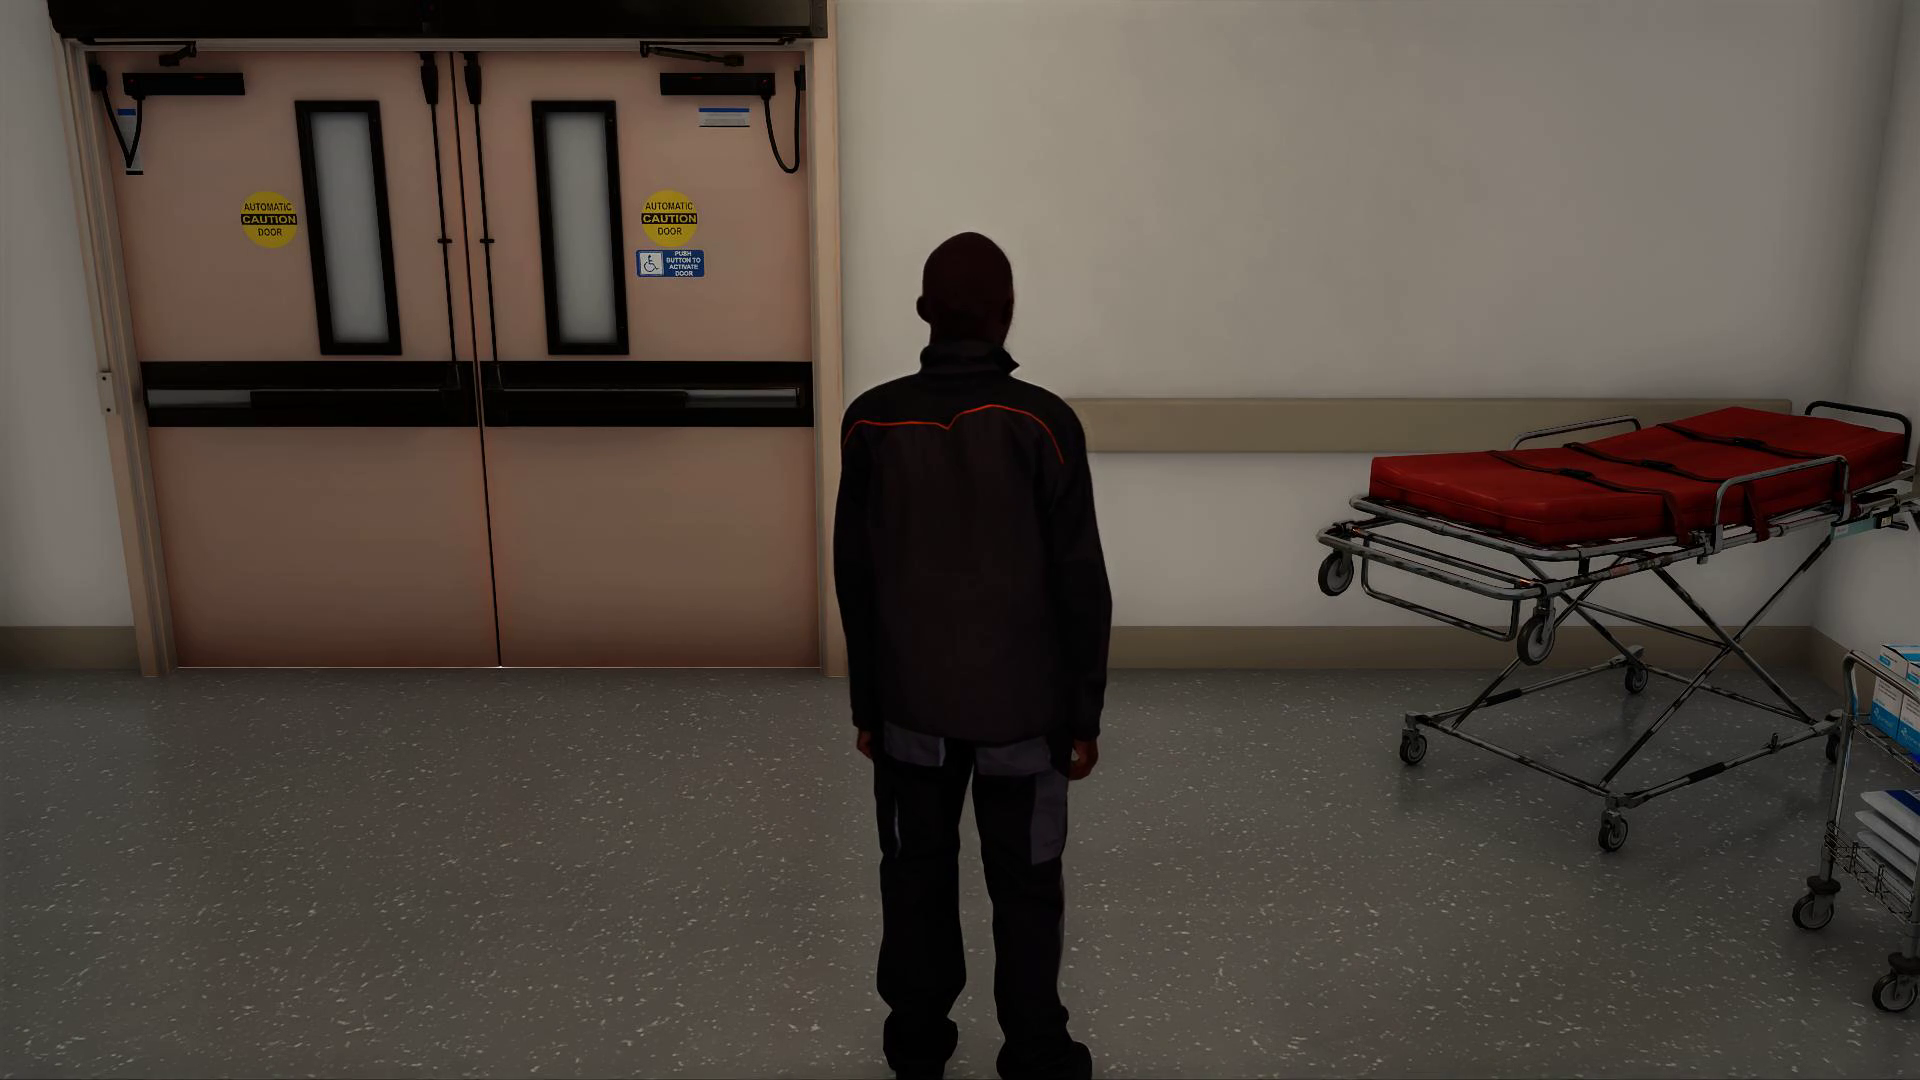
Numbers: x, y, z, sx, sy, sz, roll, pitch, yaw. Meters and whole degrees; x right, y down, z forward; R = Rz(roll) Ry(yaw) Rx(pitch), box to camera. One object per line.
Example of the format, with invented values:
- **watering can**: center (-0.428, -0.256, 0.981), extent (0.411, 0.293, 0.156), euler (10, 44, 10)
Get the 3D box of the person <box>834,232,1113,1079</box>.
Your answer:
- **person**: center (0.020, 0.311, 3.261), extent (0.757, 1.819, 0.695), euler (4, 16, 14)
